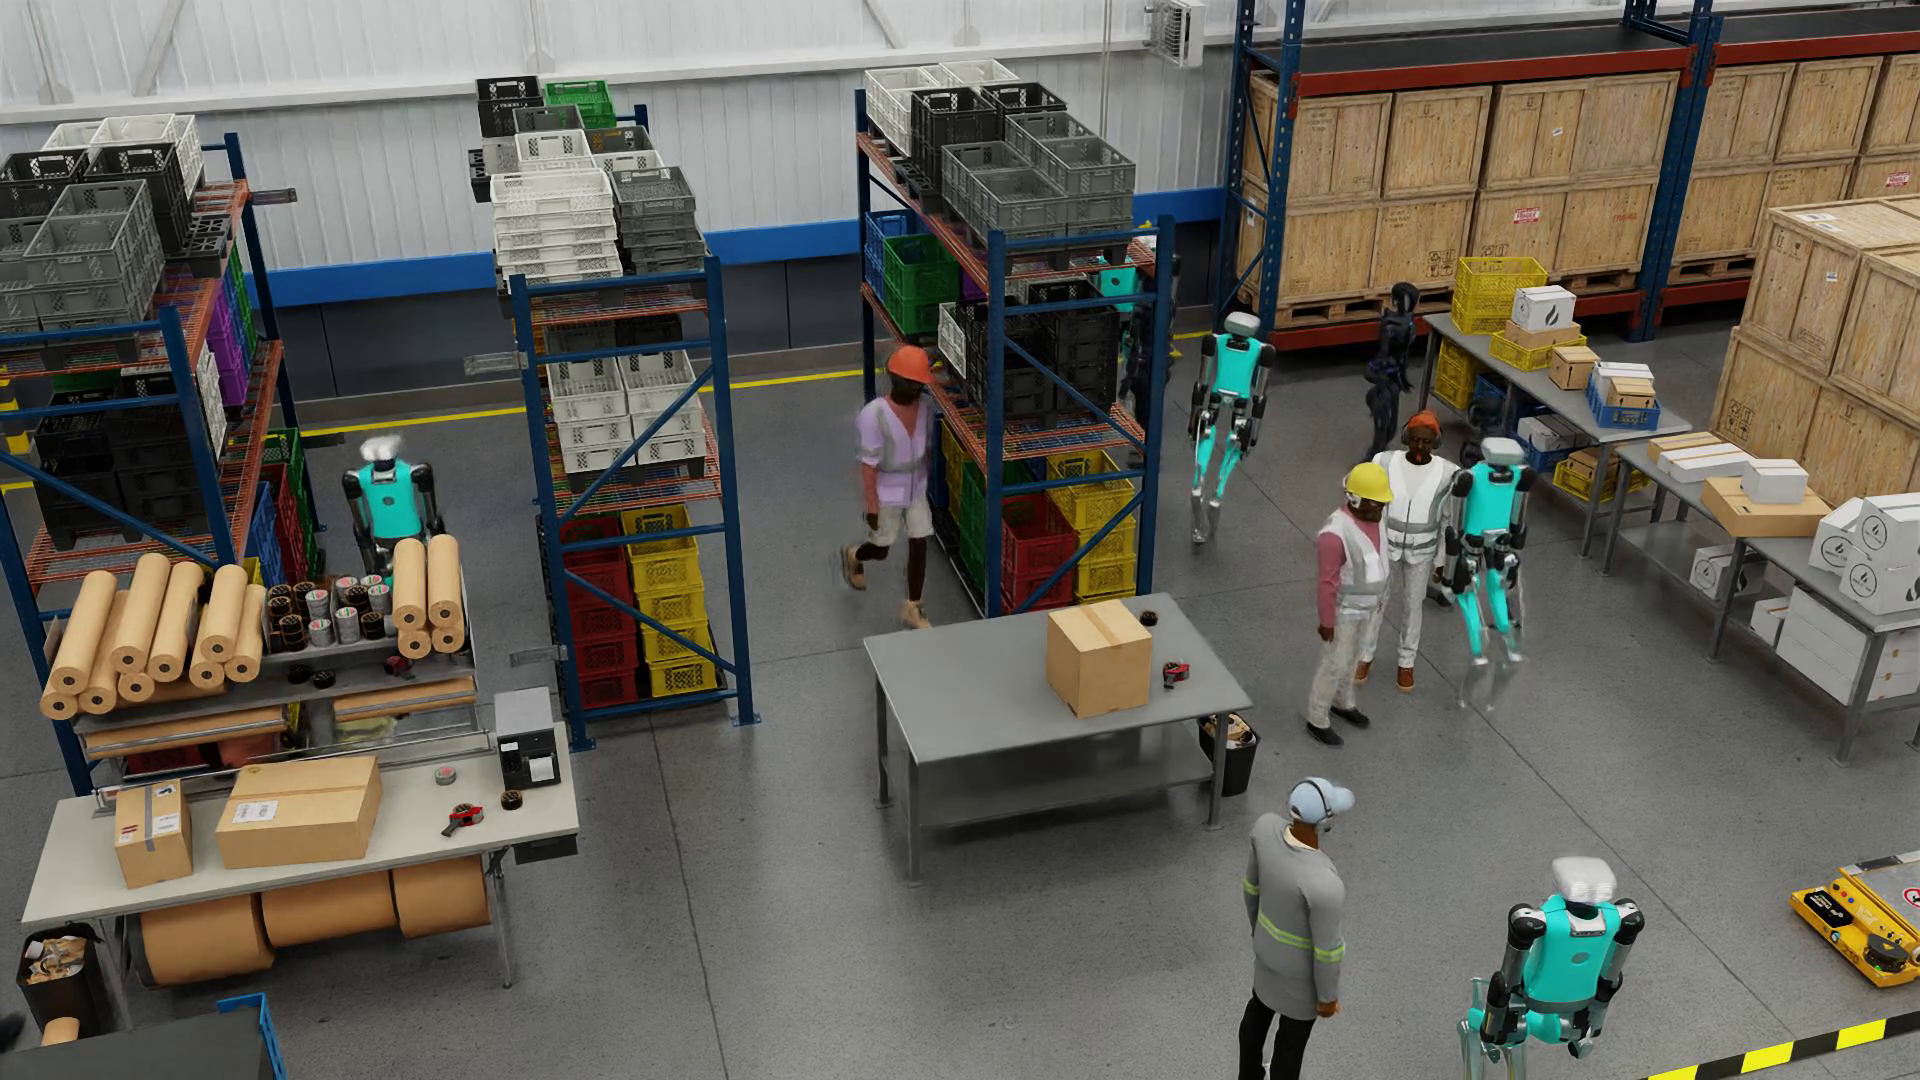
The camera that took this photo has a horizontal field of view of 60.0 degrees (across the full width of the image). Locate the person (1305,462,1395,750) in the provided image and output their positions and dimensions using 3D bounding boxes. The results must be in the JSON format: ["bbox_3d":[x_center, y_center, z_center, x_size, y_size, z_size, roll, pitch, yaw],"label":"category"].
[{"bbox_3d":[2.324,0.365,9.876,0.404,1.829,0.597,23,36,35],"label":"person"}]

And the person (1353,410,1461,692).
[{"bbox_3d":[2.758,0.072,10.354,0.574,1.884,0.356,9,30,15],"label":"person"}]

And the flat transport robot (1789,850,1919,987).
[{"bbox_3d":[5.163,1.916,8.676,1.431,0.231,0.659,-8,30,-14],"label":"flat transport robot"}]

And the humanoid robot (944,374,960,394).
[{"bbox_3d":[-0.098,-1.683,13.765,0.474,1.631,0.601,-3,29,-5],"label":"humanoid robot"}]

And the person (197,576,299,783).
[{"bbox_3d":[-3.627,1.051,8.496,0.383,1.958,0.600,7,30,13],"label":"person"}]

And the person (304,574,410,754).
[{"bbox_3d":[-3.137,0.985,8.749,0.447,1.828,0.655,6,29,10],"label":"person"}]

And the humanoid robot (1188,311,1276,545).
[{"bbox_3d":[1.860,-0.678,11.887,0.563,1.773,0.861,10,30,17],"label":"humanoid robot"}]

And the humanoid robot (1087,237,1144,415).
[{"bbox_3d":[1.348,-1.795,13.766,0.533,1.675,0.735,10,30,17],"label":"humanoid robot"}]

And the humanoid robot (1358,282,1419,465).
[{"bbox_3d":[3.323,-1.224,12.958,0.367,1.647,0.608,17,33,28],"label":"humanoid robot"}]

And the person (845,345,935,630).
[{"bbox_3d":[-0.440,-0.362,11.004,0.622,2.013,0.866,-19,34,-31],"label":"person"}]

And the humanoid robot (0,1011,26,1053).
[{"bbox_3d":[-4.767,1.709,7.586,0.608,1.654,0.384,3,29,5],"label":"humanoid robot"}]

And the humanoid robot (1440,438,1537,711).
[{"bbox_3d":[3.251,0.331,10.103,0.547,1.864,0.687,-7,30,-13],"label":"humanoid robot"}]

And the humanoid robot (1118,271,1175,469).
[{"bbox_3d":[1.480,-1.339,13.139,0.358,1.648,0.615,21,35,33],"label":"humanoid robot"}]

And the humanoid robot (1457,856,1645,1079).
[{"bbox_3d":[2.401,1.896,7.047,0.533,1.677,0.735,-2,29,-4],"label":"humanoid robot"}]

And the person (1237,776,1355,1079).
[{"bbox_3d":[1.471,1.794,7.252,0.383,1.851,0.596,-13,31,-22],"label":"person"}]

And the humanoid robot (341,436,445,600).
[{"bbox_3d":[-3.469,0.100,10.507,0.540,1.838,0.746,-5,29,-9],"label":"humanoid robot"}]

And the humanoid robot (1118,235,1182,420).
[{"bbox_3d":[1.517,-1.781,13.848,0.540,1.771,0.679,1,29,2],"label":"humanoid robot"}]

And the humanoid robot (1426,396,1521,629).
[{"bbox_3d":[3.493,-0.175,11.082,0.785,1.622,0.588,22,36,35],"label":"humanoid robot"}]
